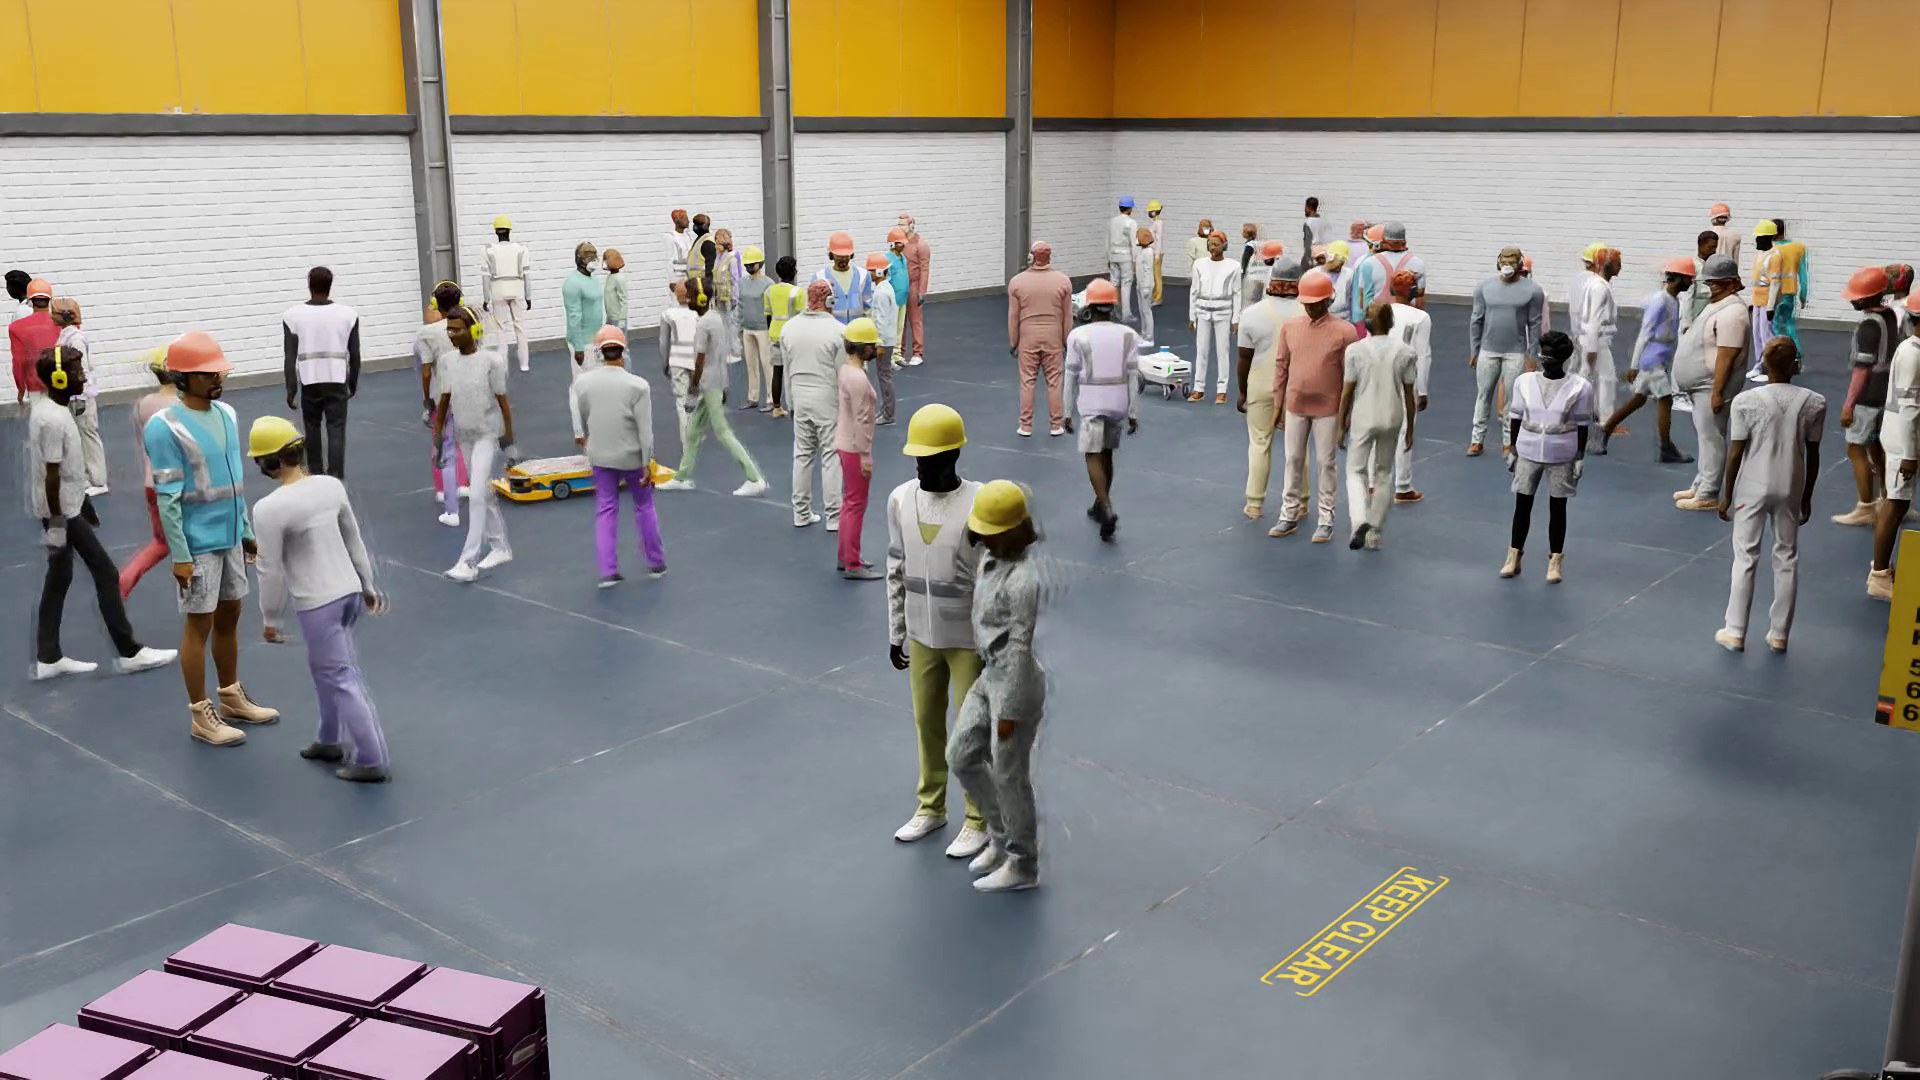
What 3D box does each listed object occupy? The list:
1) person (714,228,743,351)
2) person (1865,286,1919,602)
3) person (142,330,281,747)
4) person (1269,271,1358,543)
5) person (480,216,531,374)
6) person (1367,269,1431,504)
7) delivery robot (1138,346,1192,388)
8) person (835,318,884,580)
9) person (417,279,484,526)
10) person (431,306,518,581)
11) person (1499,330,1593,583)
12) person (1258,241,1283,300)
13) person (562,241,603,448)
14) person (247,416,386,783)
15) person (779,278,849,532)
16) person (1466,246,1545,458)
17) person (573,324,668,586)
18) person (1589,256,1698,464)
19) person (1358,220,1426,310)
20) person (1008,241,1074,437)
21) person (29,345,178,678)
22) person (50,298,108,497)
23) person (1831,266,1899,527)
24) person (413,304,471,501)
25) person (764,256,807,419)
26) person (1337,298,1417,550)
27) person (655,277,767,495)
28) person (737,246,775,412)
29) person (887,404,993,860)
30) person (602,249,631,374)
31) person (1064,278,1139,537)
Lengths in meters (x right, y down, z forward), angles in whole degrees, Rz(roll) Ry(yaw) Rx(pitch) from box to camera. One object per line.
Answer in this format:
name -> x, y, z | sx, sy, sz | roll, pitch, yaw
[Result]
person -> -3.192, -3.384, 22.509 | 0.522, 1.638, 0.309 | 3, 14, 11
person -> 6.086, -0.618, 10.632 | 0.367, 2.048, 0.607 | 8, 16, 29
person -> -3.681, -0.012, 8.214 | 0.378, 2.045, 0.605 | 3, 14, 11
person -> 2.570, -0.969, 12.158 | 0.622, 1.982, 0.405 | 9, 17, 32
person -> -5.573, -3.009, 20.442 | 0.595, 1.918, 0.375 | -7, 16, -26
person -> 3.529, -1.238, 13.439 | 0.357, 1.883, 0.574 | -13, 19, -41
delivery robot -> 2.302, -1.937, 18.738 | 0.477, 0.478, 0.707 | -7, 16, -24
person -> -0.677, -0.610, 11.174 | 0.318, 1.766, 0.533 | -3, 14, -13
person -> -3.843, -1.041, 12.680 | 0.513, 1.871, 0.325 | -7, 16, -27
person -> -3.329, -0.638, 11.151 | 0.538, 1.830, 0.888 | 6, 15, 24
person -> 3.913, -0.556, 11.096 | 0.535, 1.694, 0.321 | 8, 16, 30
person -> 3.638, -2.614, 19.312 | 0.370, 1.708, 0.588 | 6, 15, 24
person -> -3.535, -1.849, 15.775 | 0.370, 1.937, 0.627 | 2, 14, 7
person -> -2.998, 0.281, 7.676 | 0.706, 1.718, 0.535 | 4, 15, 17
person -> -1.040, -1.011, 12.512 | 0.640, 1.900, 0.401 | 9, 17, 31
person -> 4.978, -1.714, 15.229 | 0.628, 1.940, 0.378 | 6, 15, 24
person -> -2.276, -0.566, 11.072 | 0.578, 1.722, 0.580 | 3, 14, 13
person -> 6.226, -1.644, 15.101 | 0.929, 1.882, 0.587 | 9, 17, 32
person -> 4.523, -2.340, 17.526 | 0.682, 2.000, 0.537 | 2, 14, 9
person -> 0.784, -1.956, 16.261 | 0.642, 1.910, 0.410 | 0, 14, -1
person -> -4.810, -0.155, 9.199 | 0.794, 1.840, 0.547 | -9, 17, -32
person -> -7.251, -1.172, 13.666 | 0.311, 1.642, 0.513 | -11, 18, -37
person -> 6.923, -1.084, 12.615 | 0.763, 1.990, 0.514 | -14, 19, -43
person -> -4.218, -1.127, 13.546 | 0.535, 1.598, 0.445 | 4, 15, 16
person -> -1.777, -2.076, 17.166 | 0.536, 1.697, 0.318 | 8, 16, 30
person -> 2.953, -0.782, 11.758 | 0.541, 1.818, 0.627 | 1, 14, 5
person -> -2.064, -1.252, 13.682 | 0.958, 1.810, 0.538 | 0, 14, 1
person -> -2.168, -2.237, 17.694 | 0.527, 1.760, 0.337 | 10, 17, 36
person -> -0.069, 0.379, 6.918 | 0.582, 1.919, 0.396 | 9, 16, 31
person -> -3.938, -2.508, 19.024 | 0.278, 1.632, 0.507 | -8, 16, -30
person -> 1.074, -0.987, 12.415 | 0.552, 1.909, 0.899 | -3, 14, -11
